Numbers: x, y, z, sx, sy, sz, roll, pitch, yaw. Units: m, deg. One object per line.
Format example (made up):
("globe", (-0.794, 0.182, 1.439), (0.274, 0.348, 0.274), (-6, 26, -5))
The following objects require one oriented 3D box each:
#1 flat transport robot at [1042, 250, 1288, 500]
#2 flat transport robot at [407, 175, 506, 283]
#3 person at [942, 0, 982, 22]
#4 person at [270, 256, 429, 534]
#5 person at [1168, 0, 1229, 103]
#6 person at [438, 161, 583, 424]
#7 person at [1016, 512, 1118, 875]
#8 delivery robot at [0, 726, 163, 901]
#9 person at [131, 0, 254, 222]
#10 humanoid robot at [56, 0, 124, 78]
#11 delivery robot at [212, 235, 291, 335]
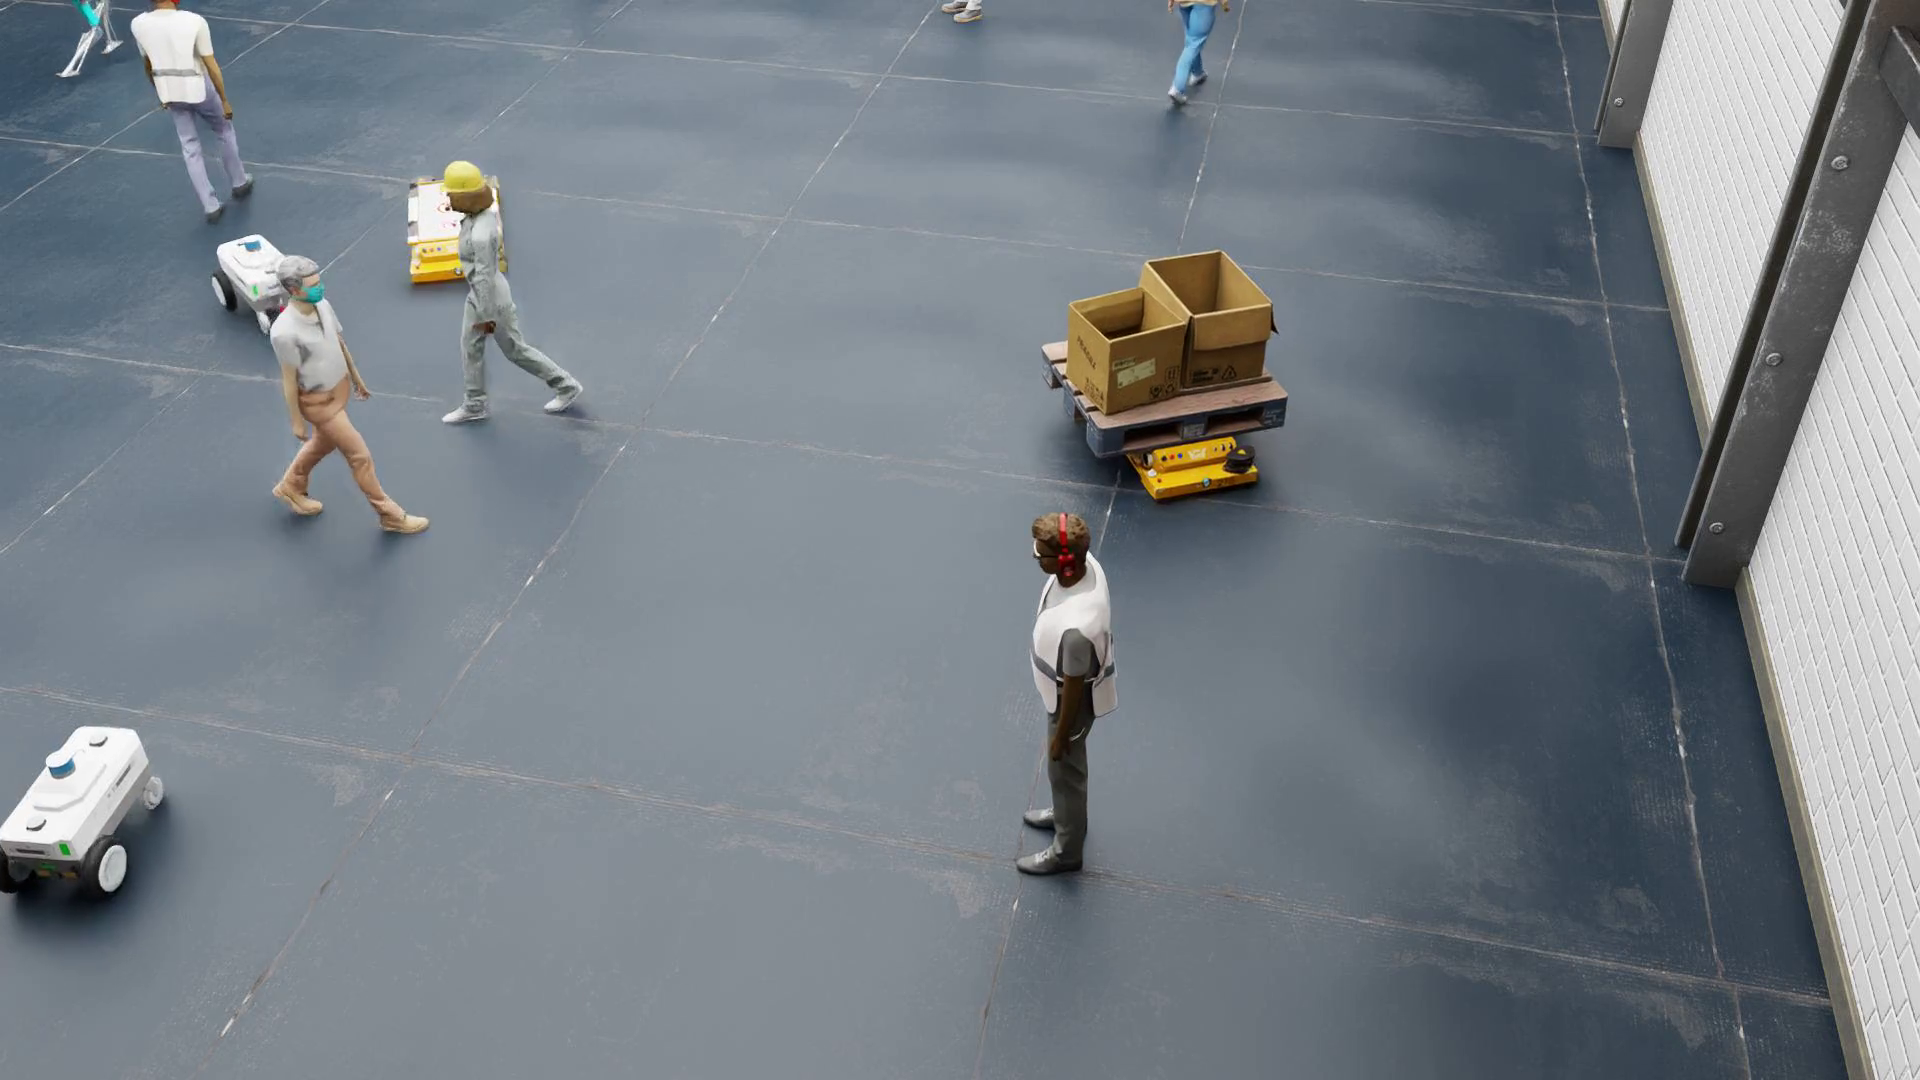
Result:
("flat transport robot", (1.237, -0.759, 10.234), (0.659, 0.231, 1.431), (-10, 38, -14))
("flat transport robot", (-3.744, -2.341, 12.351), (0.659, 0.231, 1.431), (-9, 38, -12))
("person", (0.048, -5.891, 15.755), (0.356, 1.882, 0.573), (-13, 39, -17))
("person", (-3.513, -0.801, 9.094), (0.908, 1.706, 0.477), (6, 37, 8))
("person", (2.011, -4.631, 14.227), (0.492, 1.694, 0.855), (24, 43, 28))
("person", (-2.791, -1.478, 9.991), (0.839, 1.706, 0.493), (-13, 39, -17))
("person", (0.461, 0.652, 7.045), (0.410, 1.831, 0.564), (1, 37, 2))
("delivery robot", (-3.913, 1.178, 7.391), (0.499, 0.580, 0.756), (4, 37, 5))
("person", (-5.703, -3.350, 12.406), (0.597, 1.808, 0.815), (-1, 37, -2))
("humanoid robot", (-7.786, -4.988, 14.701), (0.554, 1.749, 1.049), (12, 38, 15))
("delivery robot", (-4.781, -1.797, 11.380), (0.499, 0.590, 0.793), (-26, 44, -30))
